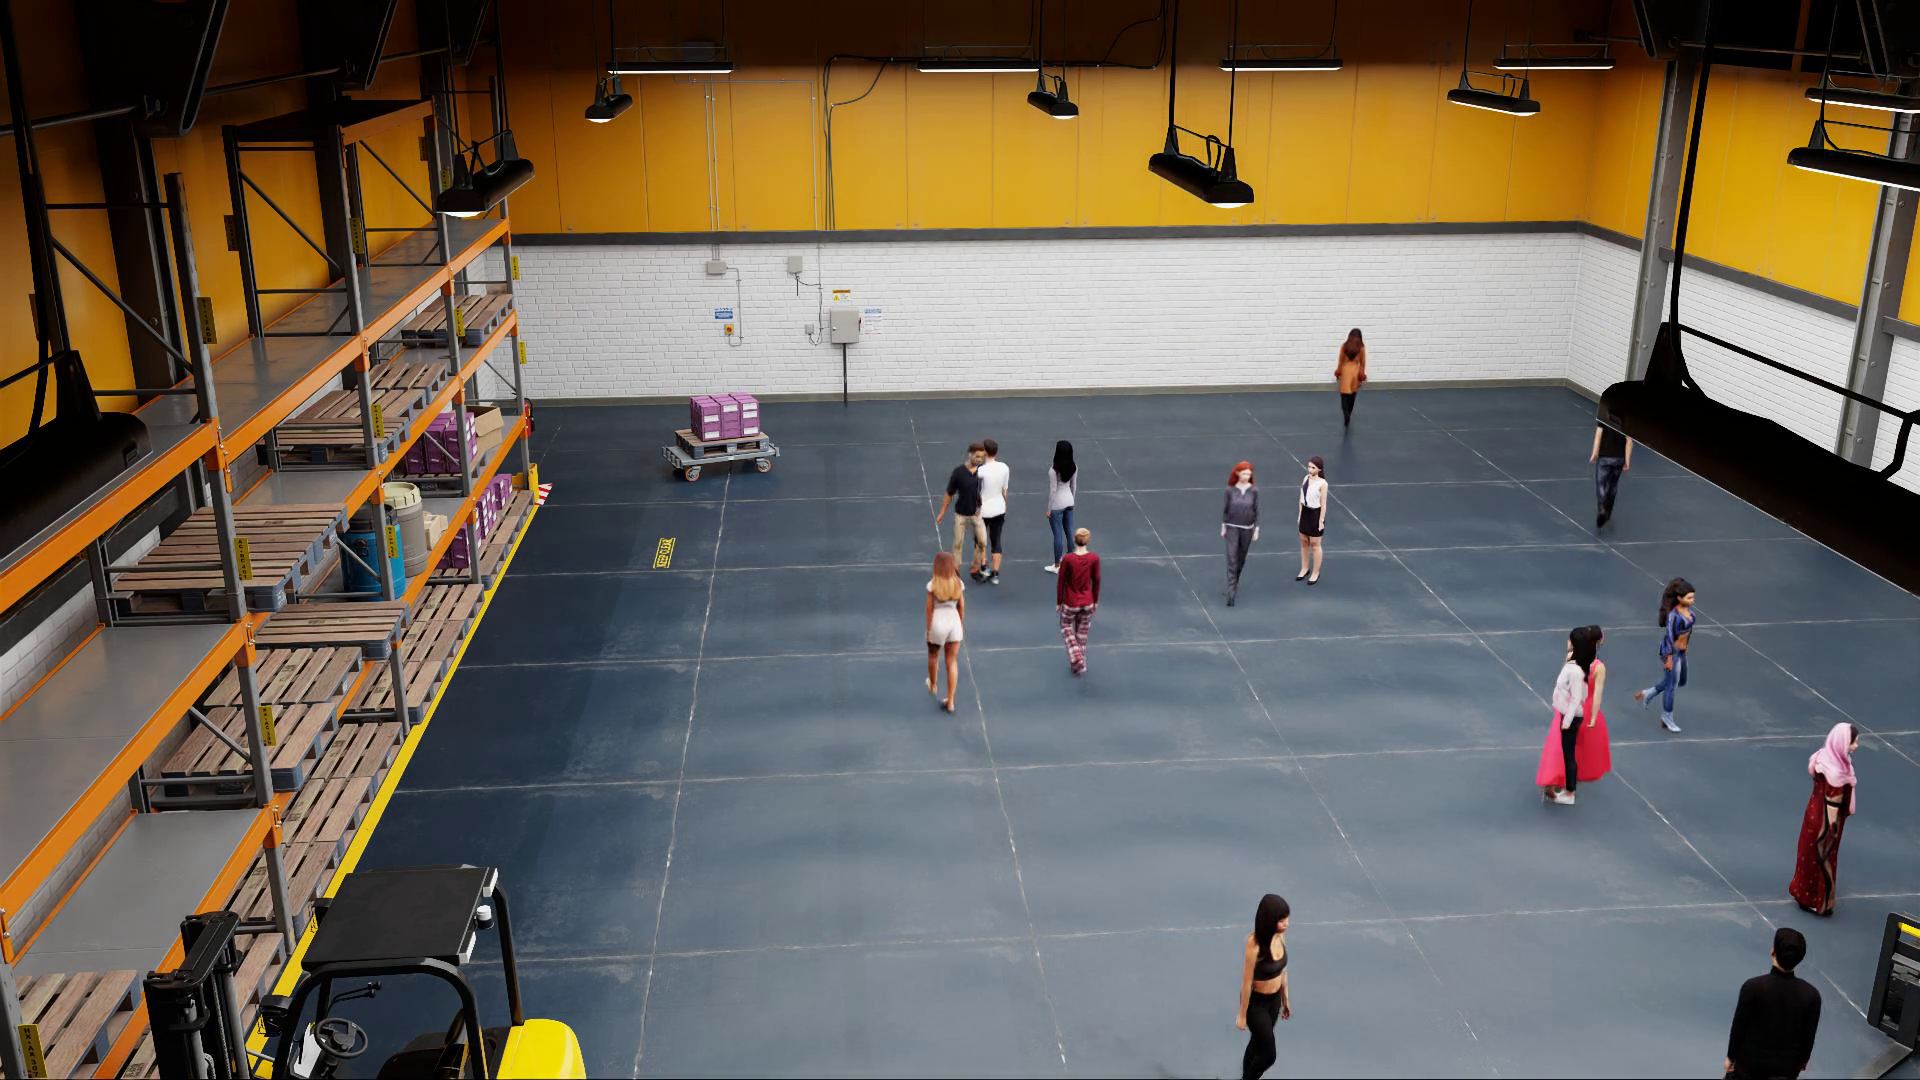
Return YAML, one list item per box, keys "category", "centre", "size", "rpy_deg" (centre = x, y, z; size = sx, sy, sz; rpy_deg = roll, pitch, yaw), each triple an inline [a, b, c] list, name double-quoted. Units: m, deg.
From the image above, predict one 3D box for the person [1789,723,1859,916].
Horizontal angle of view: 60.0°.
- category: "person"
  centre: [7.004, 2.231, 13.458]
  size: [0.816, 1.631, 0.695]
  rpy_deg: [7, 20, 20]

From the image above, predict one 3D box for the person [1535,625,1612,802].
- category: "person"
  centre: [5.602, 1.618, 15.217]
  size: [1.062, 1.670, 1.118]
  rpy_deg: [-15, 24, -37]

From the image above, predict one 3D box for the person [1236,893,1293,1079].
- category: "person"
  centre: [1.927, 3.047, 11.025]
  size: [0.723, 1.637, 0.667]
  rpy_deg: [17, 25, 40]

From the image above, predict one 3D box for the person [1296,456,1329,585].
- category: "person"
  centre: [4.419, -0.258, 20.822]
  size: [0.692, 1.649, 0.593]
  rpy_deg: [-13, 22, -33]

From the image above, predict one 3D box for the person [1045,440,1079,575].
- category: "person"
  centre: [1.309, -0.430, 21.195]
  size: [0.687, 1.736, 0.707]
  rpy_deg: [-14, 23, -37]

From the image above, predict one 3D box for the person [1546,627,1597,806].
- category: "person"
  centre: [5.611, 1.596, 15.236]
  size: [0.760, 1.700, 0.639]
  rpy_deg: [8, 20, 21]

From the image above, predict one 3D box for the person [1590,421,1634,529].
- category: "person"
  centre: [8.984, -1.096, 22.965]
  size: [0.949, 1.869, 1.253]
  rpy_deg: [5, 19, 15]

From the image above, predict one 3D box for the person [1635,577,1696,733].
- category: "person"
  centre: [7.125, 1.136, 16.737]
  size: [0.838, 1.613, 0.905]
  rpy_deg: [-18, 25, -42]

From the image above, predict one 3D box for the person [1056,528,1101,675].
- category: "person"
  centre: [1.288, 0.691, 17.945]
  size: [0.677, 1.686, 0.724]
  rpy_deg: [-4, 19, -11]

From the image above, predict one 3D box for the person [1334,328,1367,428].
- category: "person"
  centre: [6.564, -2.701, 27.993]
  size: [0.842, 1.700, 1.137]
  rpy_deg: [3, 19, 9]

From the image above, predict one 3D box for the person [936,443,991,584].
- category: "person"
  centre: [0.099, -0.352, 20.821]
  size: [0.859, 1.826, 0.634]
  rpy_deg: [0, 19, -1]

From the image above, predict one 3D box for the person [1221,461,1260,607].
- category: "person"
  centre: [3.405, -0.122, 20.270]
  size: [0.766, 1.742, 1.194]
  rpy_deg: [2, 19, 7]

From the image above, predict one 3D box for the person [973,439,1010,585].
- category: "person"
  centre: [0.426, -0.332, 20.743]
  size: [0.764, 1.839, 0.750]
  rpy_deg: [-7, 20, -21]

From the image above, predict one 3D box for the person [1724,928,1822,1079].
- category: "person"
  centre: [5.032, 3.244, 10.324]
  size: [0.766, 1.710, 0.791]
  rpy_deg: [3, 19, 10]

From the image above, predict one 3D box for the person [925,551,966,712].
- category: "person"
  centre: [-0.139, 0.969, 17.155]
  size: [0.673, 1.663, 0.974]
  rpy_deg: [-4, 19, -13]
